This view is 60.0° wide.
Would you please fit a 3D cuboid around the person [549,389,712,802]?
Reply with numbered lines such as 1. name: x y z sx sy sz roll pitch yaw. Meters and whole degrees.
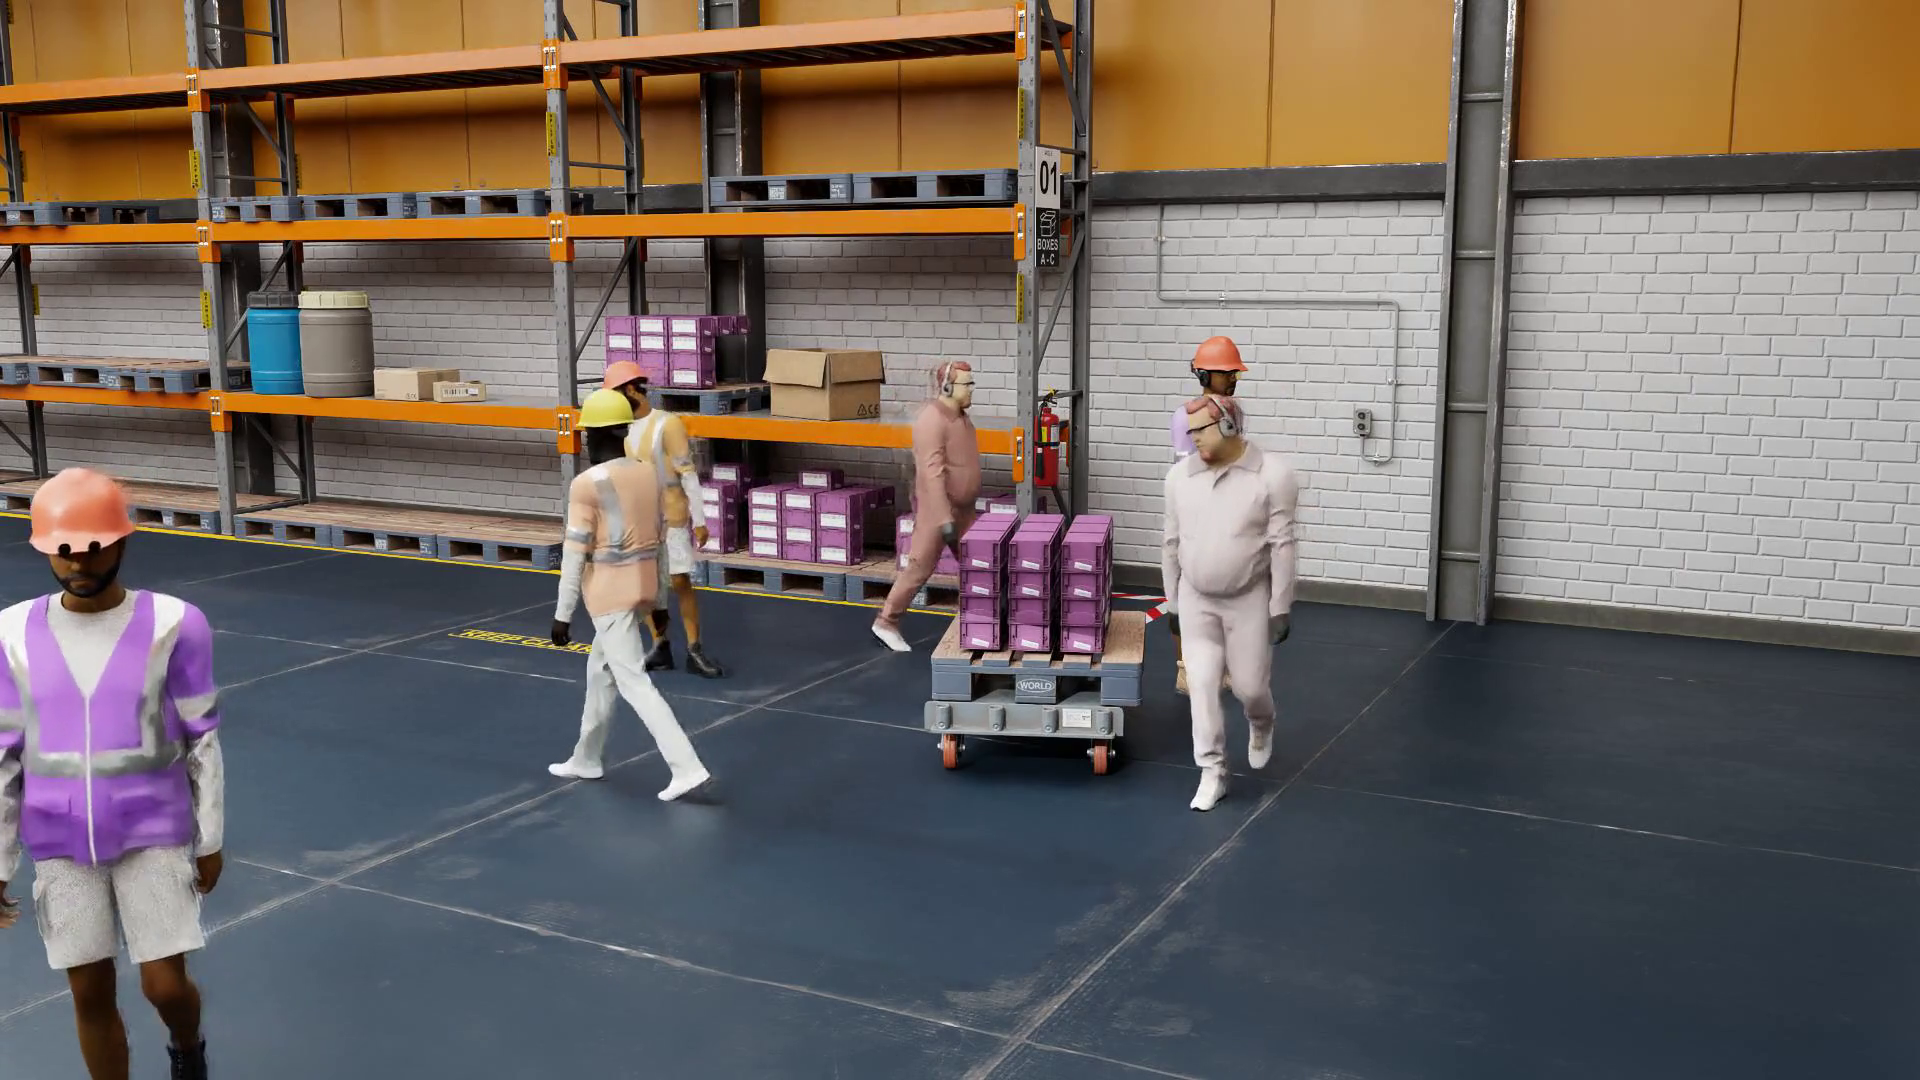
1. person: -1.533 0.252 7.598 0.964 1.885 0.604 4 10 24

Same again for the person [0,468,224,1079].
1. person: -2.208 0.763 4.306 0.560 1.920 0.422 -2 9 -14

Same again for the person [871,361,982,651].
1. person: -0.117 -0.186 10.376 0.988 1.867 0.637 5 10 27

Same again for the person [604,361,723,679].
1. person: -1.741 -0.102 9.794 0.734 1.892 0.394 5 11 30

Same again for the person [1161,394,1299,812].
1. person: 1.227 0.260 7.580 0.651 1.866 0.664 4 10 25

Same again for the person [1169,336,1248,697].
1. person: 1.438 -0.126 9.418 0.370 2.044 0.608 8 12 39
